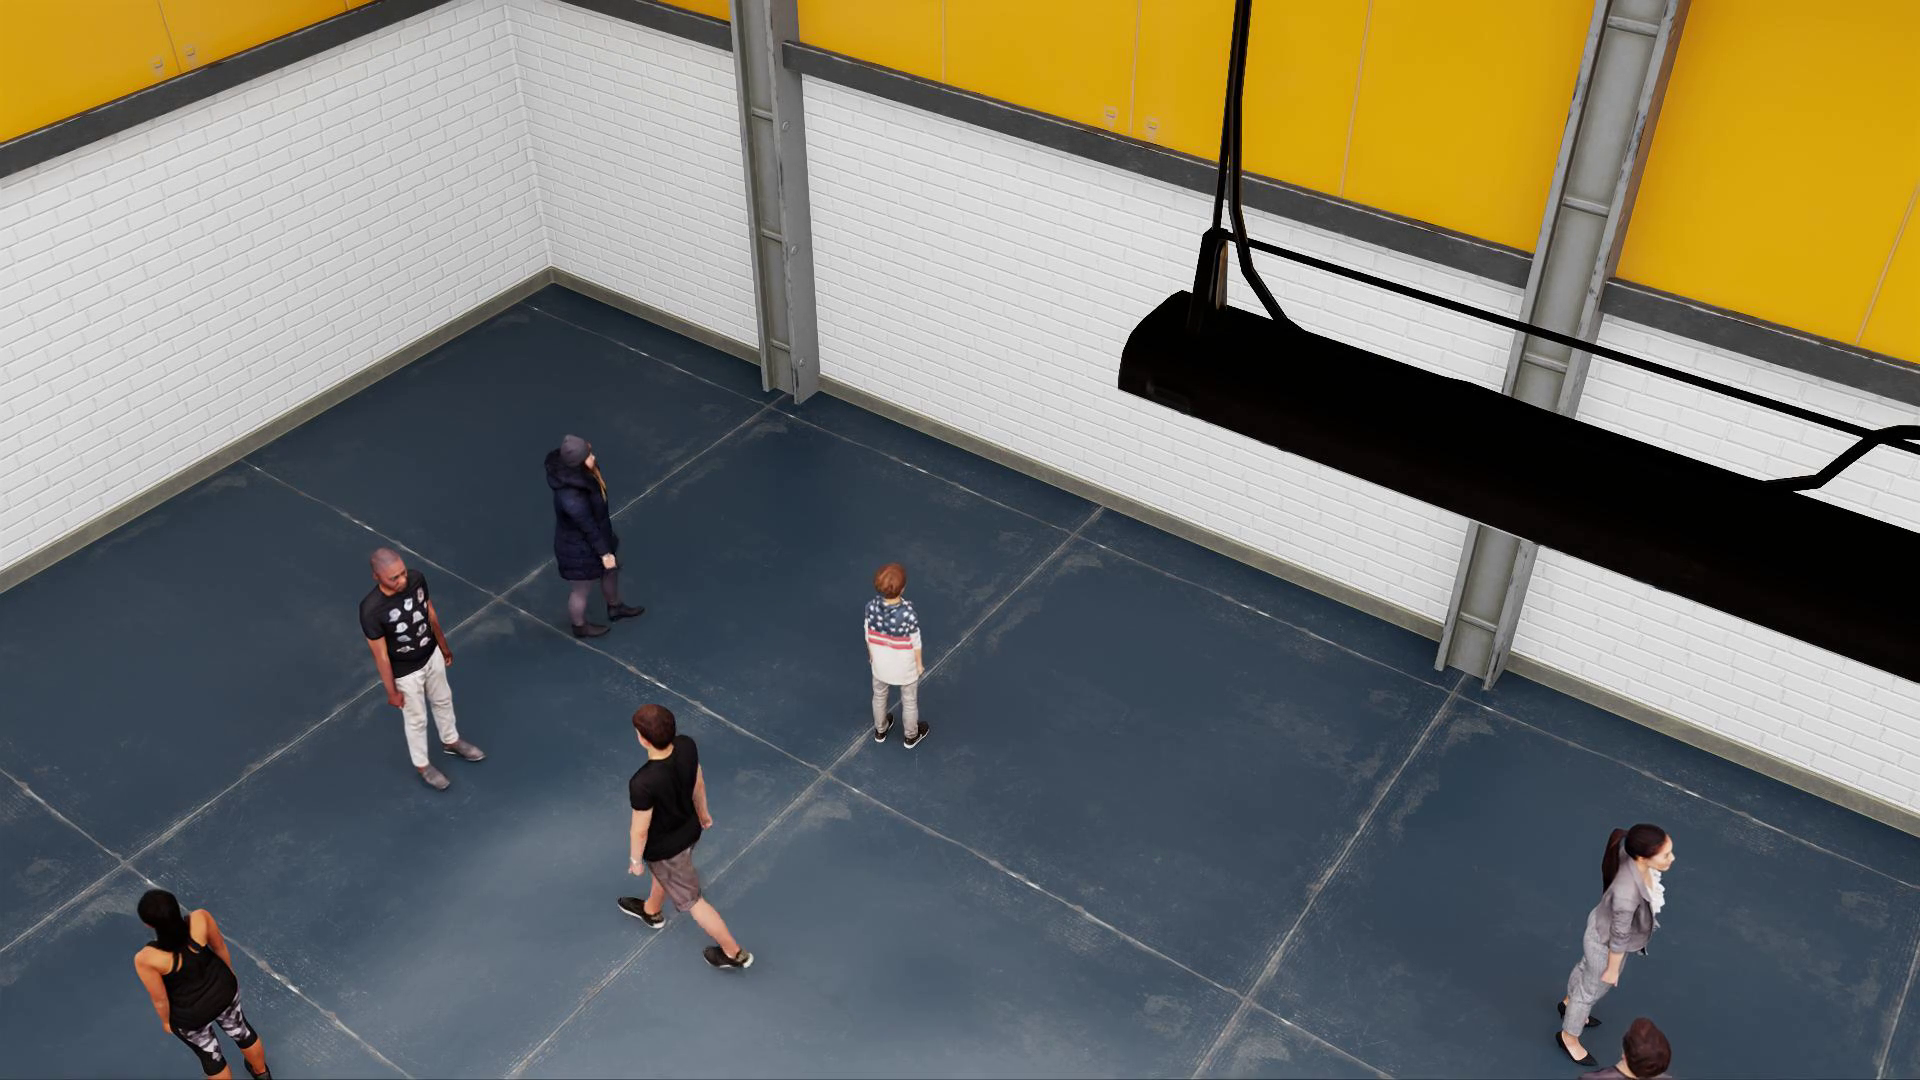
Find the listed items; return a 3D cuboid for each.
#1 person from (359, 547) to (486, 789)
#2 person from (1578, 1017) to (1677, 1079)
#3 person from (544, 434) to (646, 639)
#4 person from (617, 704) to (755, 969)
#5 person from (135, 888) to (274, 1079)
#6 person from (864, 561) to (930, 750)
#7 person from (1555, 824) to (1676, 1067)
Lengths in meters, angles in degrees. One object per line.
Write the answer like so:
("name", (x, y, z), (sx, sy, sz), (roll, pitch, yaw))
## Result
("person", (-3.333, 0.740, 10.104), (0.643, 1.801, 0.684), (19, 42, 22))
("person", (2.890, 2.773, 7.521), (0.712, 1.849, 0.798), (-2, 39, -3))
("person", (-2.599, 0.022, 11.114), (0.922, 1.662, 0.862), (-5, 39, -7))
("person", (-1.487, 1.644, 8.953), (1.228, 1.825, 0.814), (17, 42, 20))
("person", (-3.787, 2.280, 8.294), (0.522, 1.653, 0.579), (22, 43, 25))
("person", (-0.410, 0.719, 10.420), (0.506, 1.440, 0.628), (12, 40, 14))
("person", (3.346, 2.050, 8.562), (0.654, 1.678, 0.672), (15, 41, 18))
